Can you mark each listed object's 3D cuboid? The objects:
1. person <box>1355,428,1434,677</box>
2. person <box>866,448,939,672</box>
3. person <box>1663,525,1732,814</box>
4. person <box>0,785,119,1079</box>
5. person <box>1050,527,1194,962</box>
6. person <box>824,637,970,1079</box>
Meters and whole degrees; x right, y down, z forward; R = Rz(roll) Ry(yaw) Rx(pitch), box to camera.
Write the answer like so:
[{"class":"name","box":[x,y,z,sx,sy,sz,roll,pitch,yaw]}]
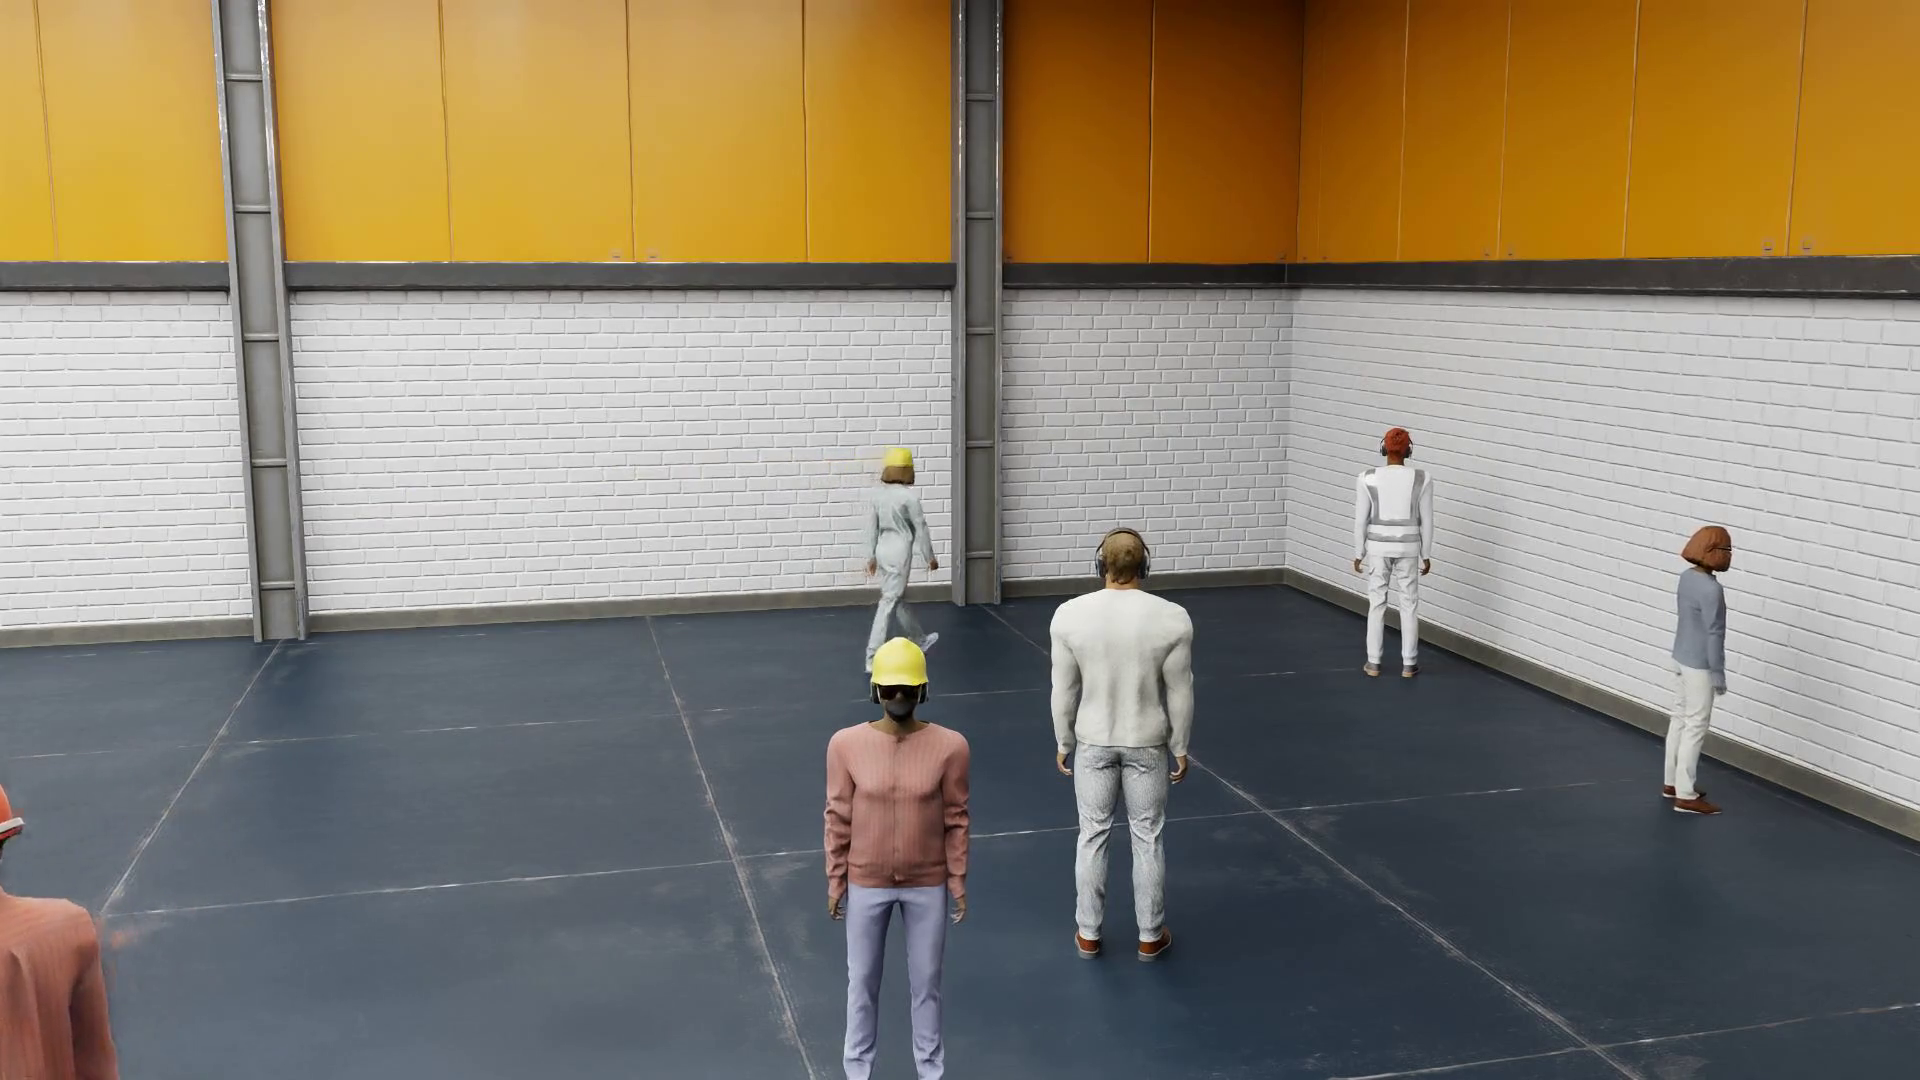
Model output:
[{"class":"person","box":[3.264,0.097,12.526,0.573,1.883,0.356,2,9,15]},{"class":"person","box":[-0.434,0.140,12.851,0.487,1.689,0.910,9,13,44]},{"class":"person","box":[4.192,0.721,9.434,0.279,1.629,0.504,1,9,6]},{"class":"person","box":[-2.179,1.468,3.798,1.025,1.955,0.622,2,9,13]},{"class":"person","box":[0.711,0.902,7.333,0.629,1.940,0.372,2,9,10]},{"class":"person","box":[-0.222,1.213,5.916,0.522,1.772,0.303,-1,9,-3]}]
